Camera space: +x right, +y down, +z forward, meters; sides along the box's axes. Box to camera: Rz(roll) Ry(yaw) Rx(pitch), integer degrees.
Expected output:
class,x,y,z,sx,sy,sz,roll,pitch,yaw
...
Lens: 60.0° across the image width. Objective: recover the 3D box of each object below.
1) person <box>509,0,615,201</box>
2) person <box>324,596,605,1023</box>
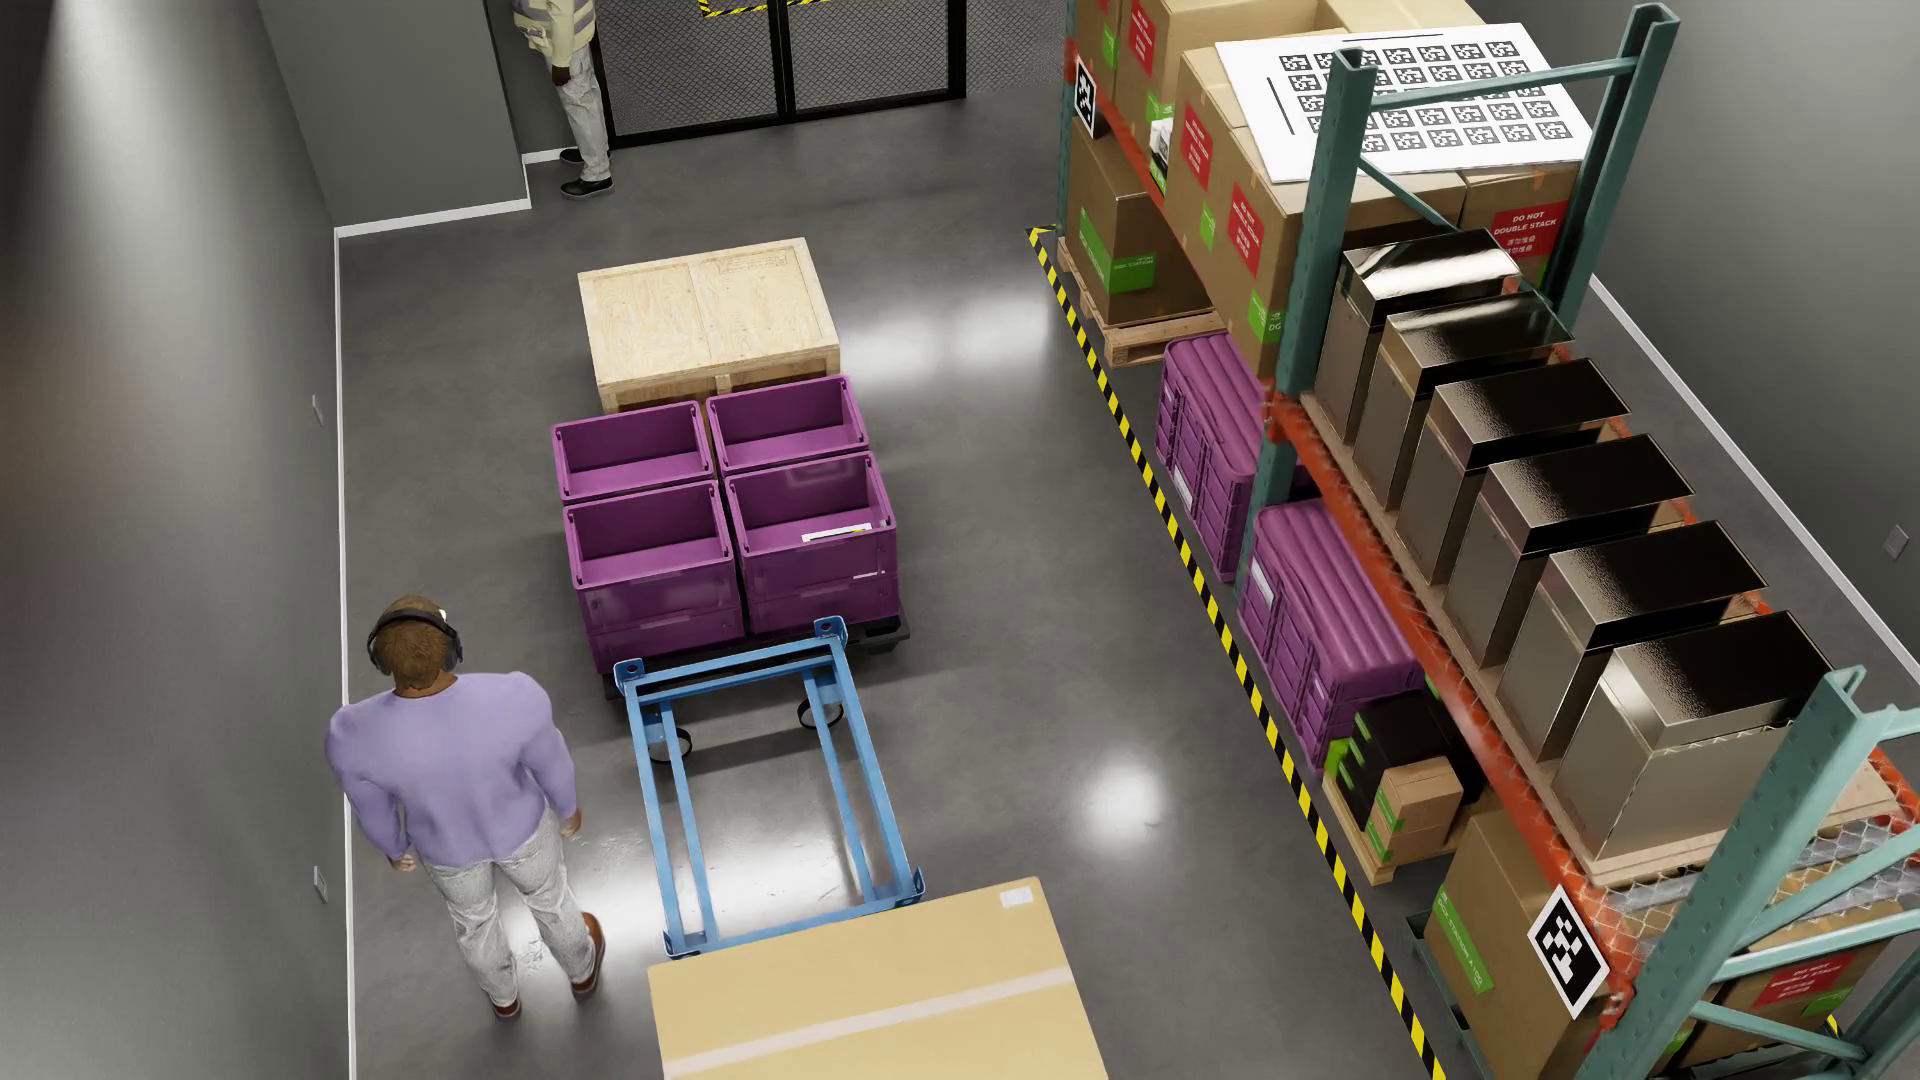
class,x,y,z,sx,sy,sz,roll,pitch,yaw
person,-2.011,-2.558,8.307,0.404,1.830,0.601,-6,48,-5
person,-1.470,0.867,5.090,0.631,1.938,0.362,-12,49,-11
